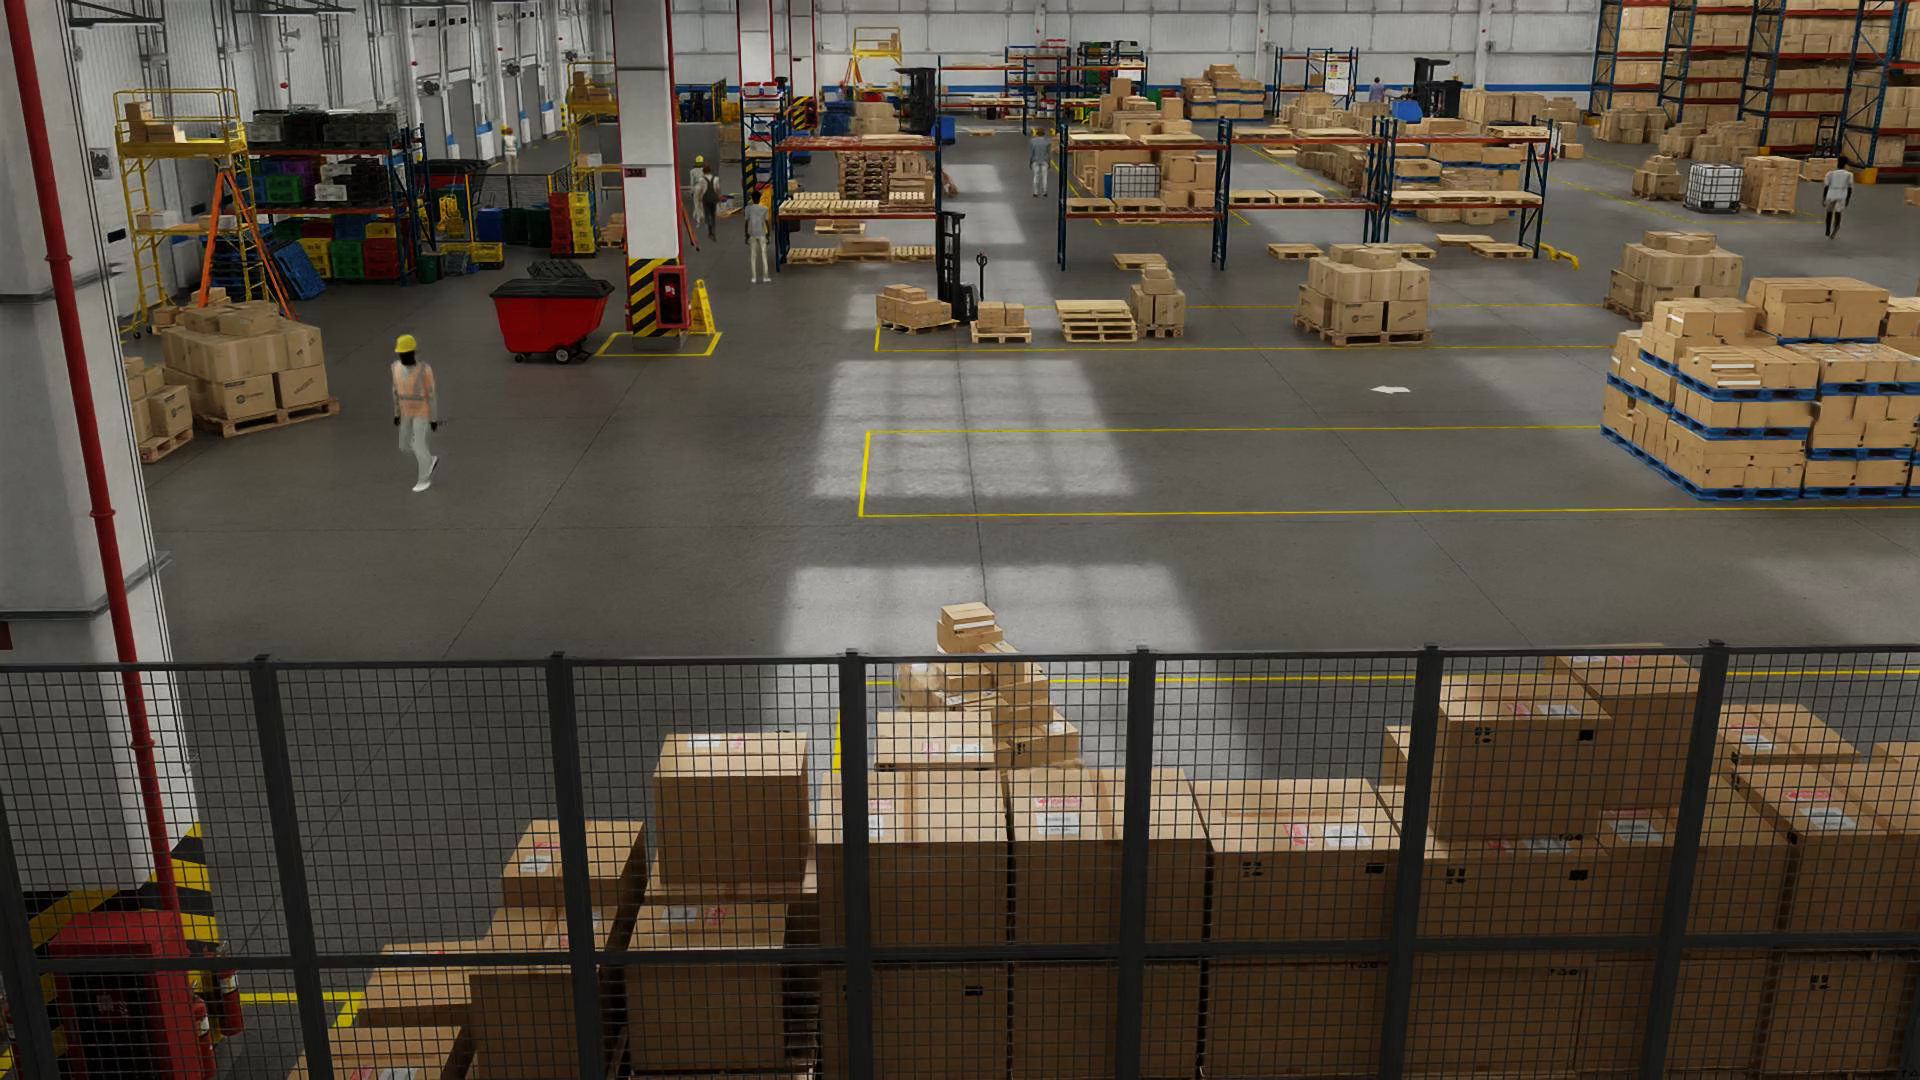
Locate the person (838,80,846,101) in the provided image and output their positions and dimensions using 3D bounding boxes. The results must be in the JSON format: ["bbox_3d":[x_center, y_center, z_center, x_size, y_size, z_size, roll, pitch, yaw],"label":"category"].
[{"bbox_3d":[-5.024,-18.237,69.480,0.807,1.916,0.547,-7,20,-19],"label":"person"}]

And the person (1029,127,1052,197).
[{"bbox_3d":[2.263,-10.644,46.896,0.637,1.938,0.355,-1,19,-2],"label":"person"}]

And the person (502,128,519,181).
[{"bbox_3d":[-13.730,-11.786,50.824,0.519,1.588,0.866,-2,19,-7],"label":"person"}]

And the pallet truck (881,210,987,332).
[{"bbox_3d":[-0.493,-4.759,29.349,1.885,1.965,0.823,-13,23,-34],"label":"pallet truck"}]

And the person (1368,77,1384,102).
[{"bbox_3d":[17.789,-18.824,71.166,0.637,1.936,0.355,-1,19,-2],"label":"person"}]

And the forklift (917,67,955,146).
[{"bbox_3d":[-1.207,-15.890,61.010,1.873,2.768,1.129,-10,21,-27],"label":"forklift"}]

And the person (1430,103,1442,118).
[{"bbox_3d":[15.816,-13.457,55.158,0.625,1.990,0.395,-1,19,-2],"label":"person"}]

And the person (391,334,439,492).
[{"bbox_3d":[-6.512,-1.544,19.942,0.613,1.910,0.519,9,20,24],"label":"person"}]

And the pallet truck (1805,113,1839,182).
[{"bbox_3d":[26.403,-11.957,50.702,0.823,1.965,1.885,6,19,16],"label":"pallet truck"}]

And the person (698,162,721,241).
[{"bbox_3d":[-5.862,-7.932,39.057,0.515,1.824,0.784,-9,21,-25],"label":"person"}]

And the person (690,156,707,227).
[{"bbox_3d":[-6.434,-8.652,41.292,0.494,1.741,0.315,-1,19,-2],"label":"person"}]

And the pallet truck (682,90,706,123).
[{"bbox_3d":[-9.671,-15.907,62.421,0.823,1.965,1.885,5,19,15],"label":"pallet truck"}]

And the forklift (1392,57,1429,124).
[{"bbox_3d":[18.965,-18.497,68.745,1.873,2.768,1.129,-1,19,-1],"label":"forklift"}]

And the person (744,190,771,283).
[{"bbox_3d":[-4.093,-6.139,33.646,0.537,1.865,0.312,-1,19,-2],"label":"person"}]

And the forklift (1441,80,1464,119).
[{"bbox_3d":[15.644,-13.239,53.146,1.873,2.768,1.129,-1,19,-1],"label":"forklift"}]

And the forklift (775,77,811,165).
[{"bbox_3d":[-5.920,-13.893,55.085,1.873,2.768,1.129,-1,19,-1],"label":"forklift"}]

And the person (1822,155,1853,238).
[{"bbox_3d":[20.789,-8.120,39.429,0.610,1.938,0.805,8,20,22],"label":"person"}]
